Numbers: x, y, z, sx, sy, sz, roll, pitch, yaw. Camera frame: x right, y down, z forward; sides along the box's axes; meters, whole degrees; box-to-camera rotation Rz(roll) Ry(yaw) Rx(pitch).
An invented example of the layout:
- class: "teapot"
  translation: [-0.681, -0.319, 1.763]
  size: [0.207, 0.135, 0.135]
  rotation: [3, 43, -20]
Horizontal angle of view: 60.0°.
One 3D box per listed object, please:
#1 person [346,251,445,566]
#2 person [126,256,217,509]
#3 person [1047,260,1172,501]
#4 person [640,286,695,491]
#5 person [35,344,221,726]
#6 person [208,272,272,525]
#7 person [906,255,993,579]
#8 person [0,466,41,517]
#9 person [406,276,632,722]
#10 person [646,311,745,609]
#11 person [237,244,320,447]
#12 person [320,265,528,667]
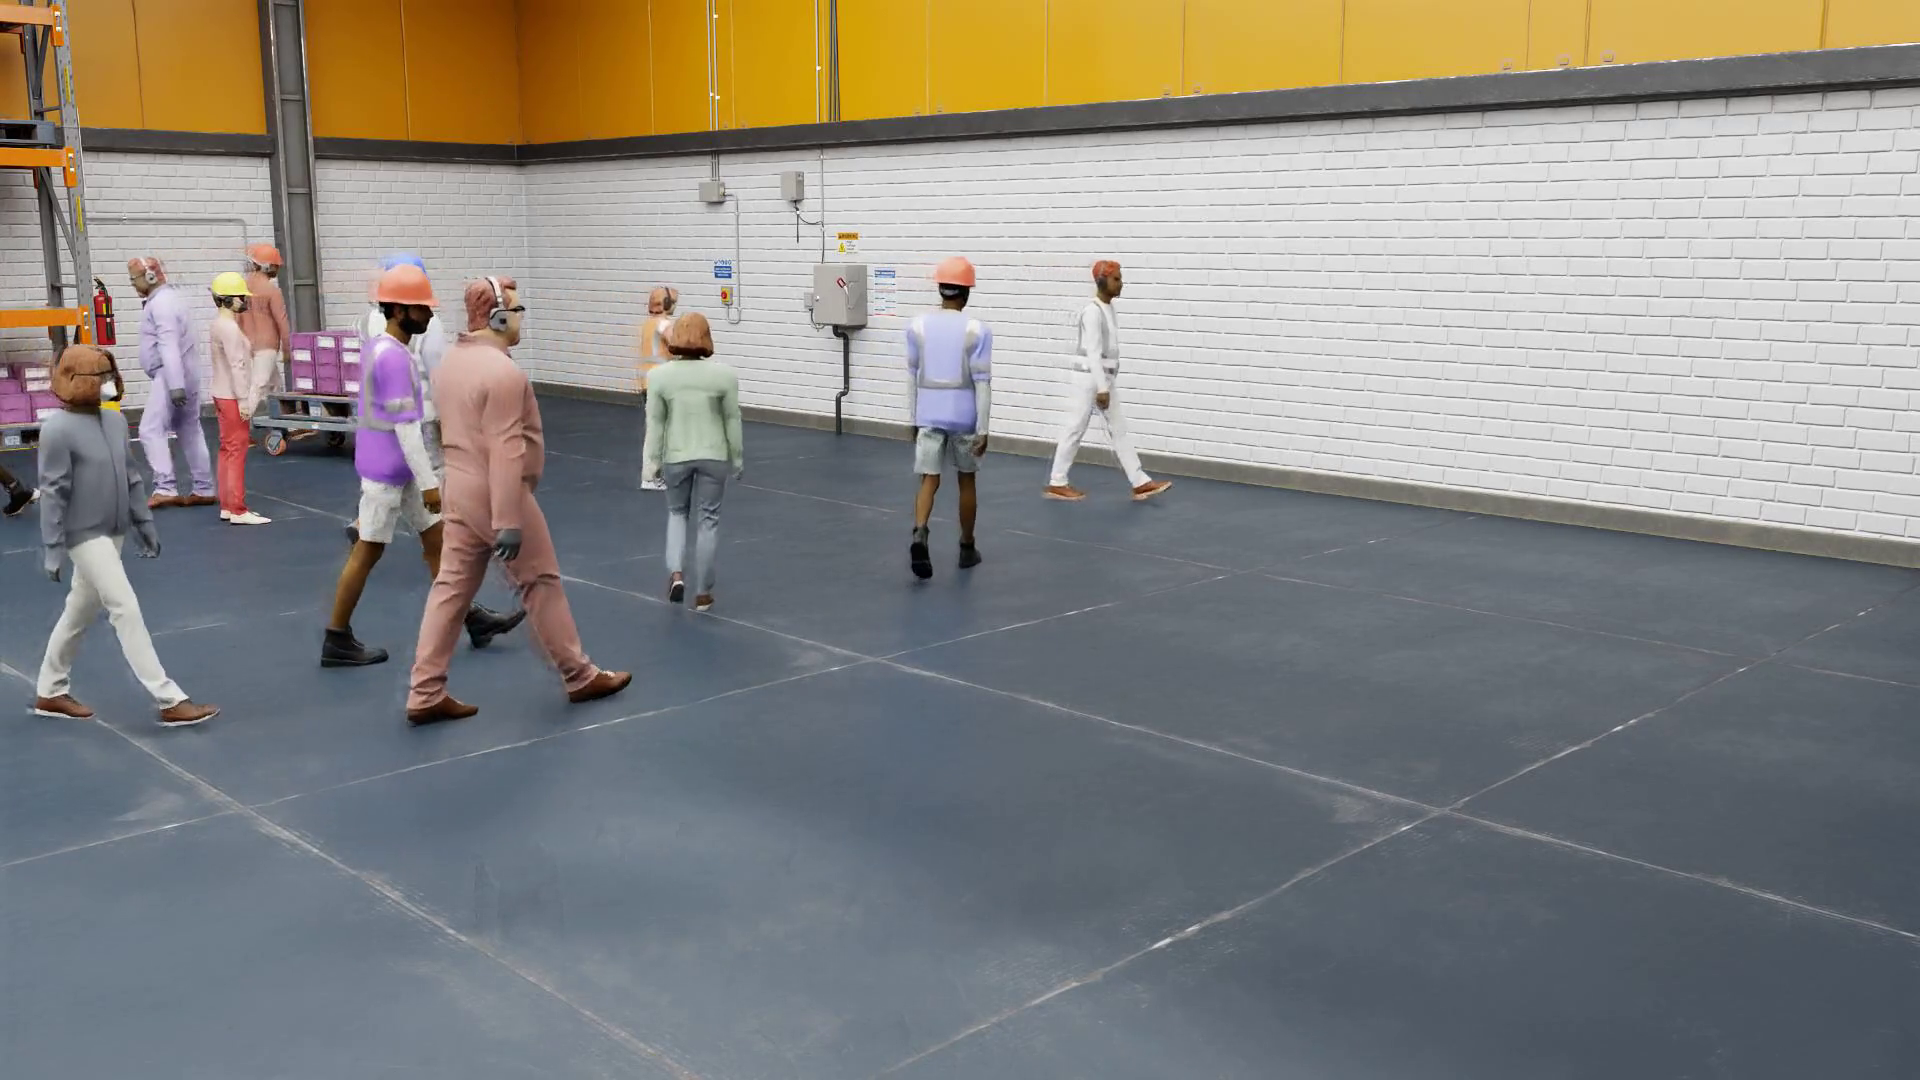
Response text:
- class: "person"
  translation: [-3.385, -0.766, 10.048]
  size: [0.616, 1.932, 0.624]
  rotation: [5, 11, 25]
- class: "person"
  translation: [-5.900, -1.154, 12.309]
  size: [0.682, 1.865, 0.666]
  rotation: [-3, 11, -15]
- class: "person"
  translation: [1.106, -1.186, 12.590]
  size: [0.983, 1.824, 0.599]
  rotation: [4, 11, 23]
- class: "person"
  translation: [-2.301, -1.200, 13.261]
  size: [0.667, 1.616, 0.536]
  rotation: [-6, 12, -30]
- class: "person"
  translation: [-3.515, -0.013, 6.844]
  size: [0.847, 1.582, 0.515]
  rotation: [1, 10, 3]
- class: "person"
  translation: [-5.080, -0.988, 11.682]
  size: [0.314, 1.767, 0.534]
  rotation: [-7, 13, -35]
- class: "person"
  translation: [-0.079, -0.727, 9.880]
  size: [0.548, 1.911, 0.826]
  rotation: [3, 11, 14]
- class: "person"
  translation: [-6.962, -1.026, 11.497]
  size: [0.892, 1.923, 0.610]
  rotation: [-9, 14, -42]
- class: "person"
  translation: [-1.917, -0.171, 6.985]
  size: [0.986, 1.852, 0.664]
  rotation: [-9, 14, -41]
- class: "person"
  translation: [-1.427, -0.427, 9.027]
  size: [0.505, 1.622, 0.343]
  rotation: [0, 10, -1]
- class: "person"
  translation: [-6.689, -1.869, 16.037]
  size: [0.624, 1.934, 1.009]
  rotation: [8, 13, 37]
- class: "person"
  translation: [-2.592, -0.345, 7.864]
  size: [1.000, 1.876, 0.570]
  rotation: [-3, 11, -18]
